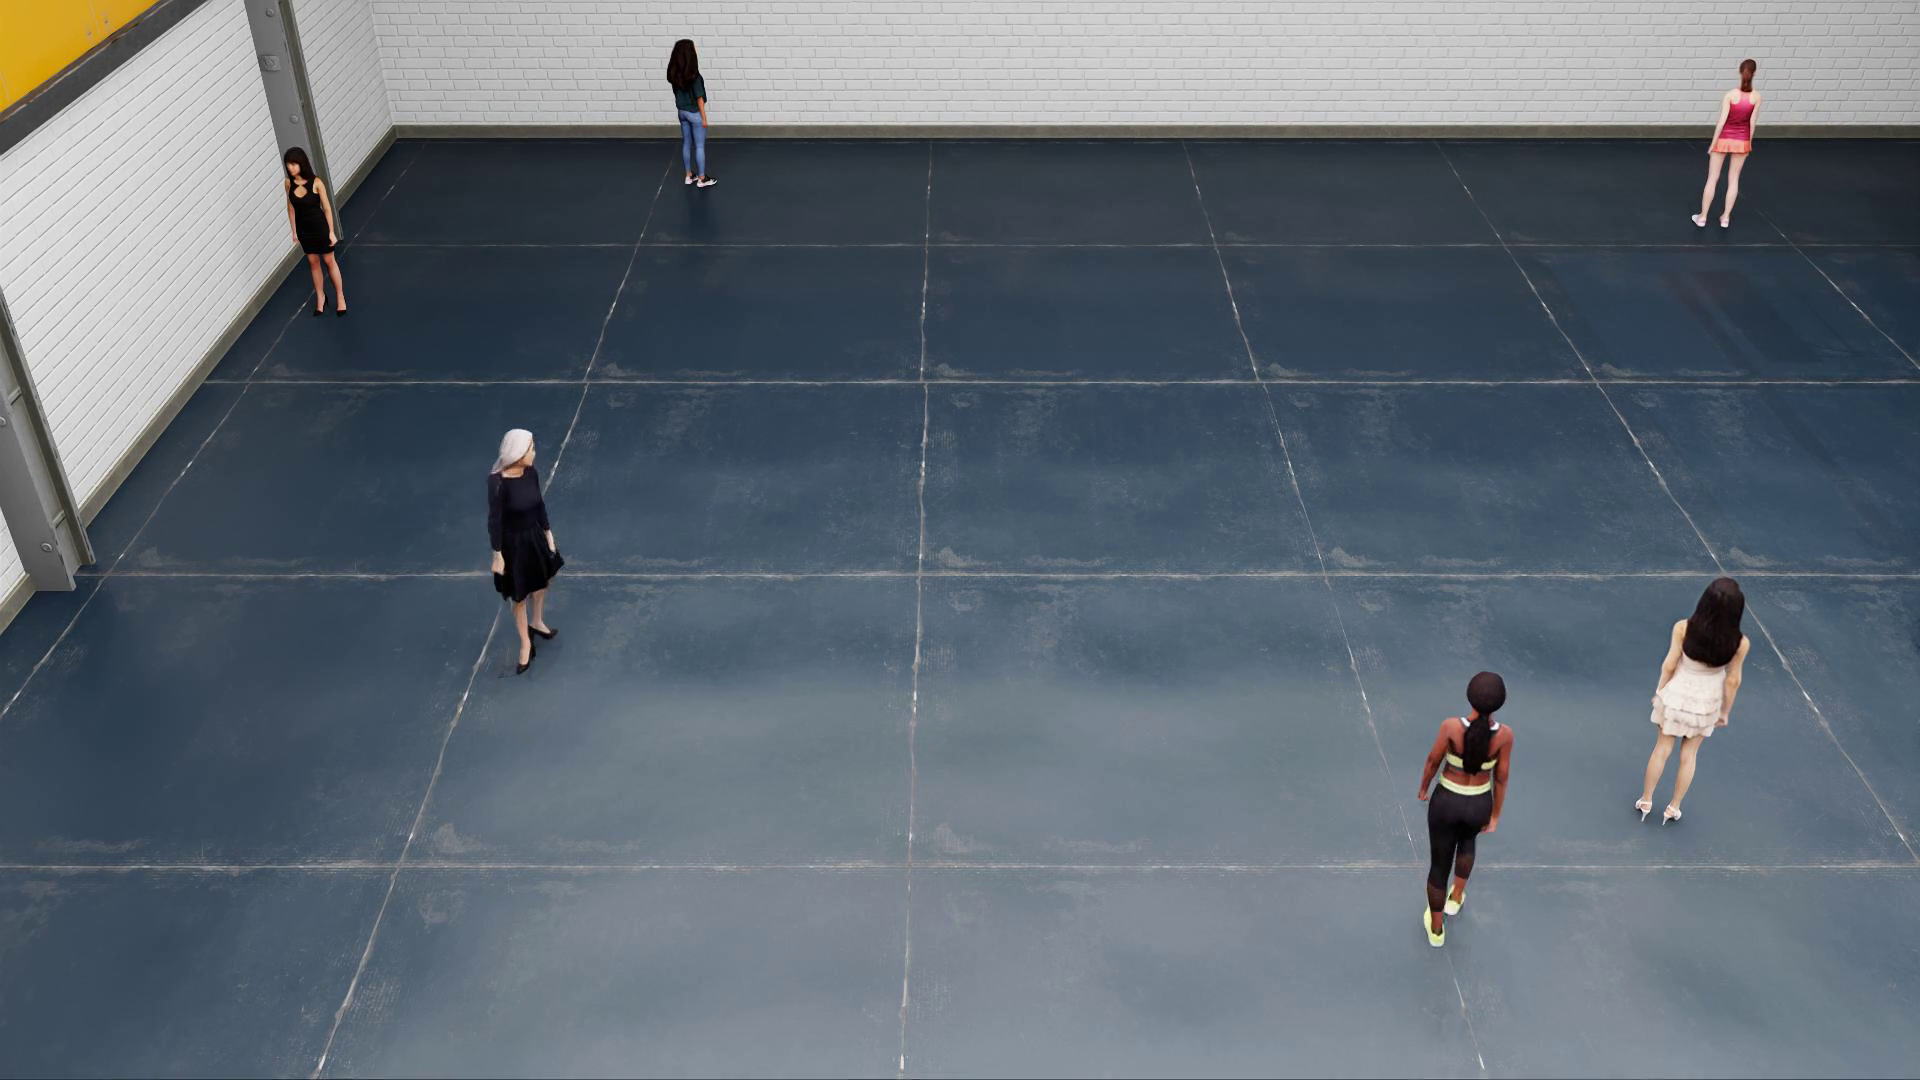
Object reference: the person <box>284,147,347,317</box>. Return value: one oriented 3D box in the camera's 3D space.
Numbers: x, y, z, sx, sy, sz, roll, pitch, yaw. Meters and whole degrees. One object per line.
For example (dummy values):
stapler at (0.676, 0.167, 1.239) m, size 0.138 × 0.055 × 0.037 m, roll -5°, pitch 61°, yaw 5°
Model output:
person at (-6.008, -2.874, 15.491) m, size 0.587 × 1.648 × 0.512 m, roll 3°, pitch 34°, yaw 4°

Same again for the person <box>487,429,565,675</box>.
person at (-2.936, 0.097, 10.952) m, size 0.853 × 1.724 × 0.713 m, roll 27°, pitch 42°, yaw 35°

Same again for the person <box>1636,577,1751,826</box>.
person at (4.234, 0.953, 9.654) m, size 0.657 × 1.736 × 0.658 m, roll 15°, pitch 36°, yaw 21°

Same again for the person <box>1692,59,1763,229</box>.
person at (7.999, -4.111, 17.260) m, size 0.596 × 1.749 × 0.572 m, roll 5°, pitch 34°, yaw 7°

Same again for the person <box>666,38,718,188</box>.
person at (-2.952, -4.688, 18.249) m, size 0.716 × 1.616 × 0.760 m, roll 22°, pitch 39°, yaw 29°

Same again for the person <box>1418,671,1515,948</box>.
person at (2.660, 1.492, 8.842) m, size 0.605 × 1.737 × 0.715 m, roll 4°, pitch 34°, yaw 6°
